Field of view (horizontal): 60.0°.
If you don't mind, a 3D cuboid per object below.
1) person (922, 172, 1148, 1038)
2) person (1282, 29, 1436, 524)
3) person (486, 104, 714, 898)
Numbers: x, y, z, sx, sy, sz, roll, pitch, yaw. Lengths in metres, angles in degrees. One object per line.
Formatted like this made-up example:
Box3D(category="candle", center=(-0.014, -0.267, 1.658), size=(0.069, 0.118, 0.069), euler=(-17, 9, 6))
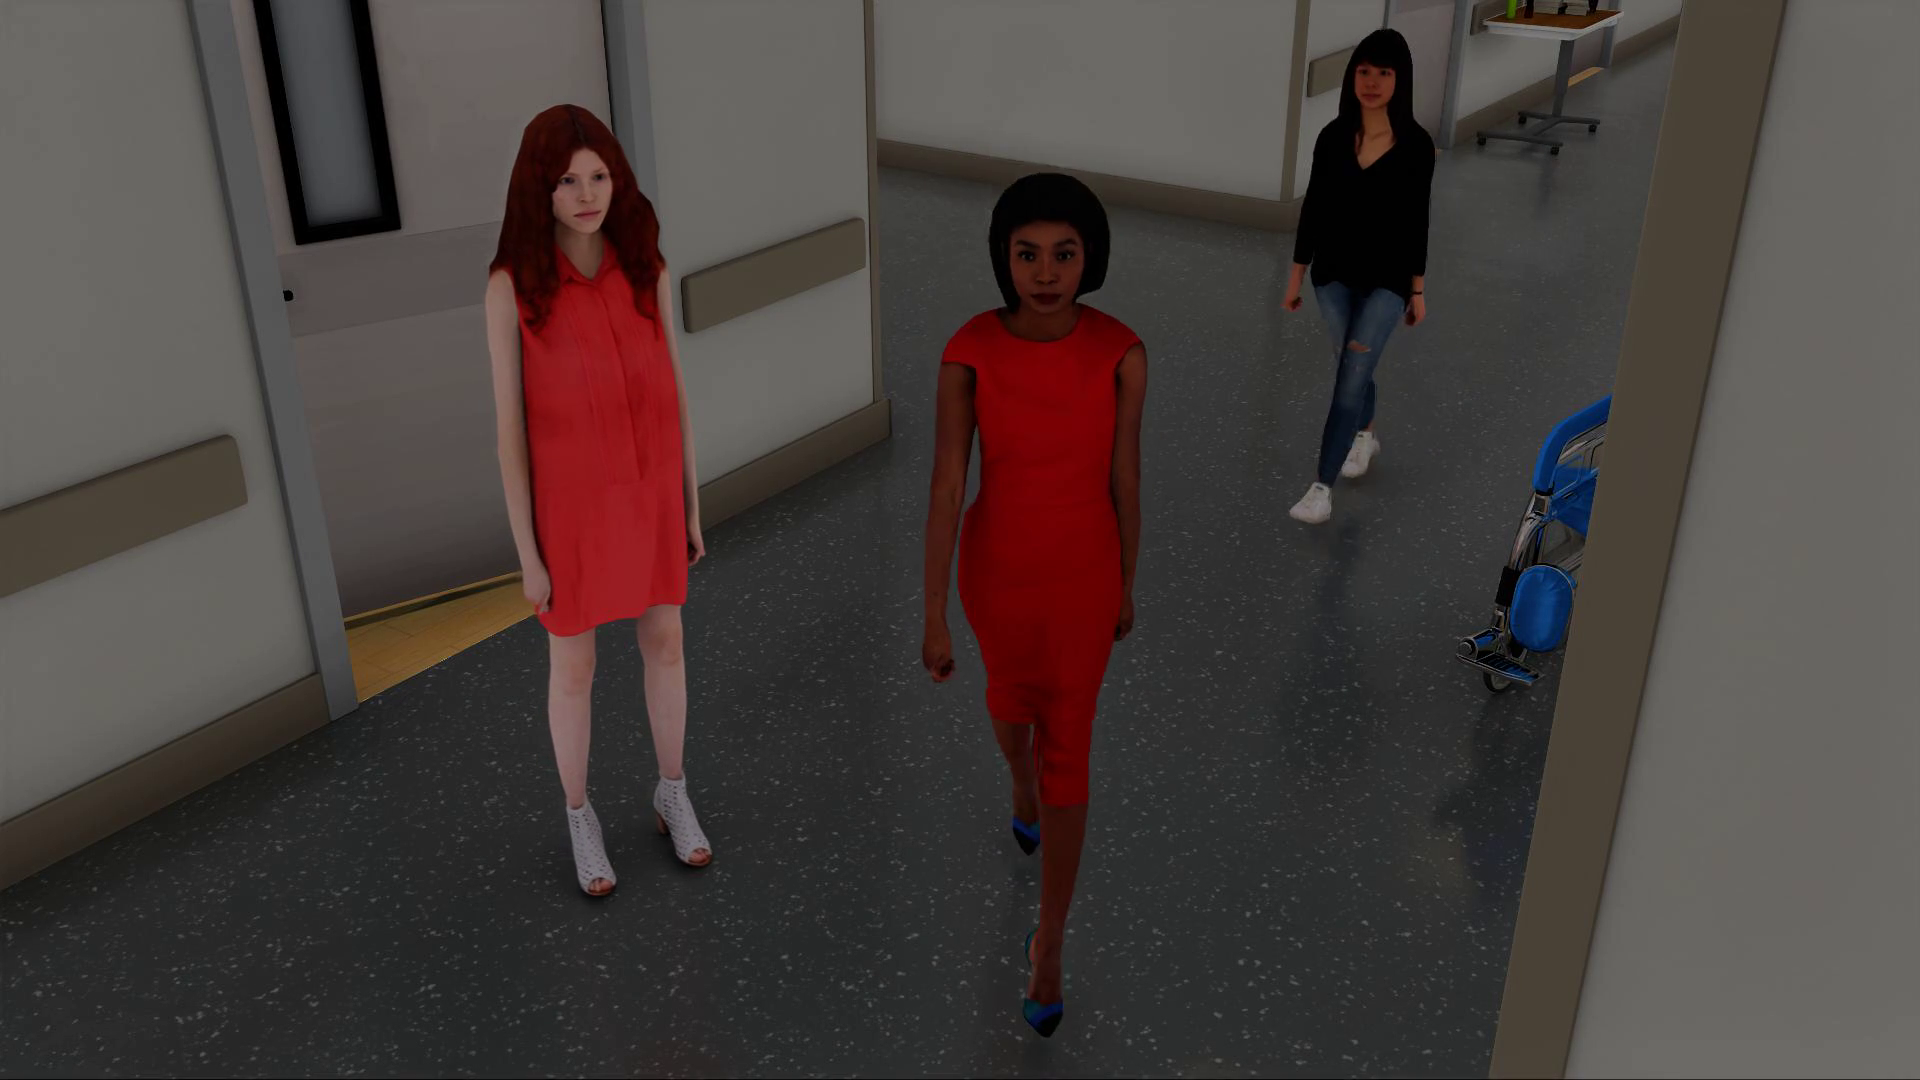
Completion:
Box3D(category="person", center=(0.159, 0.088, 3.552), size=(0.989, 1.693, 1.176), euler=(1, 26, 2))
Box3D(category="person", center=(1.394, -0.898, 5.697), size=(0.606, 1.606, 1.057), euler=(16, 30, 30))
Box3D(category="person", center=(-0.782, -0.042, 3.671), size=(0.567, 1.823, 0.705), euler=(-17, 30, -31))
